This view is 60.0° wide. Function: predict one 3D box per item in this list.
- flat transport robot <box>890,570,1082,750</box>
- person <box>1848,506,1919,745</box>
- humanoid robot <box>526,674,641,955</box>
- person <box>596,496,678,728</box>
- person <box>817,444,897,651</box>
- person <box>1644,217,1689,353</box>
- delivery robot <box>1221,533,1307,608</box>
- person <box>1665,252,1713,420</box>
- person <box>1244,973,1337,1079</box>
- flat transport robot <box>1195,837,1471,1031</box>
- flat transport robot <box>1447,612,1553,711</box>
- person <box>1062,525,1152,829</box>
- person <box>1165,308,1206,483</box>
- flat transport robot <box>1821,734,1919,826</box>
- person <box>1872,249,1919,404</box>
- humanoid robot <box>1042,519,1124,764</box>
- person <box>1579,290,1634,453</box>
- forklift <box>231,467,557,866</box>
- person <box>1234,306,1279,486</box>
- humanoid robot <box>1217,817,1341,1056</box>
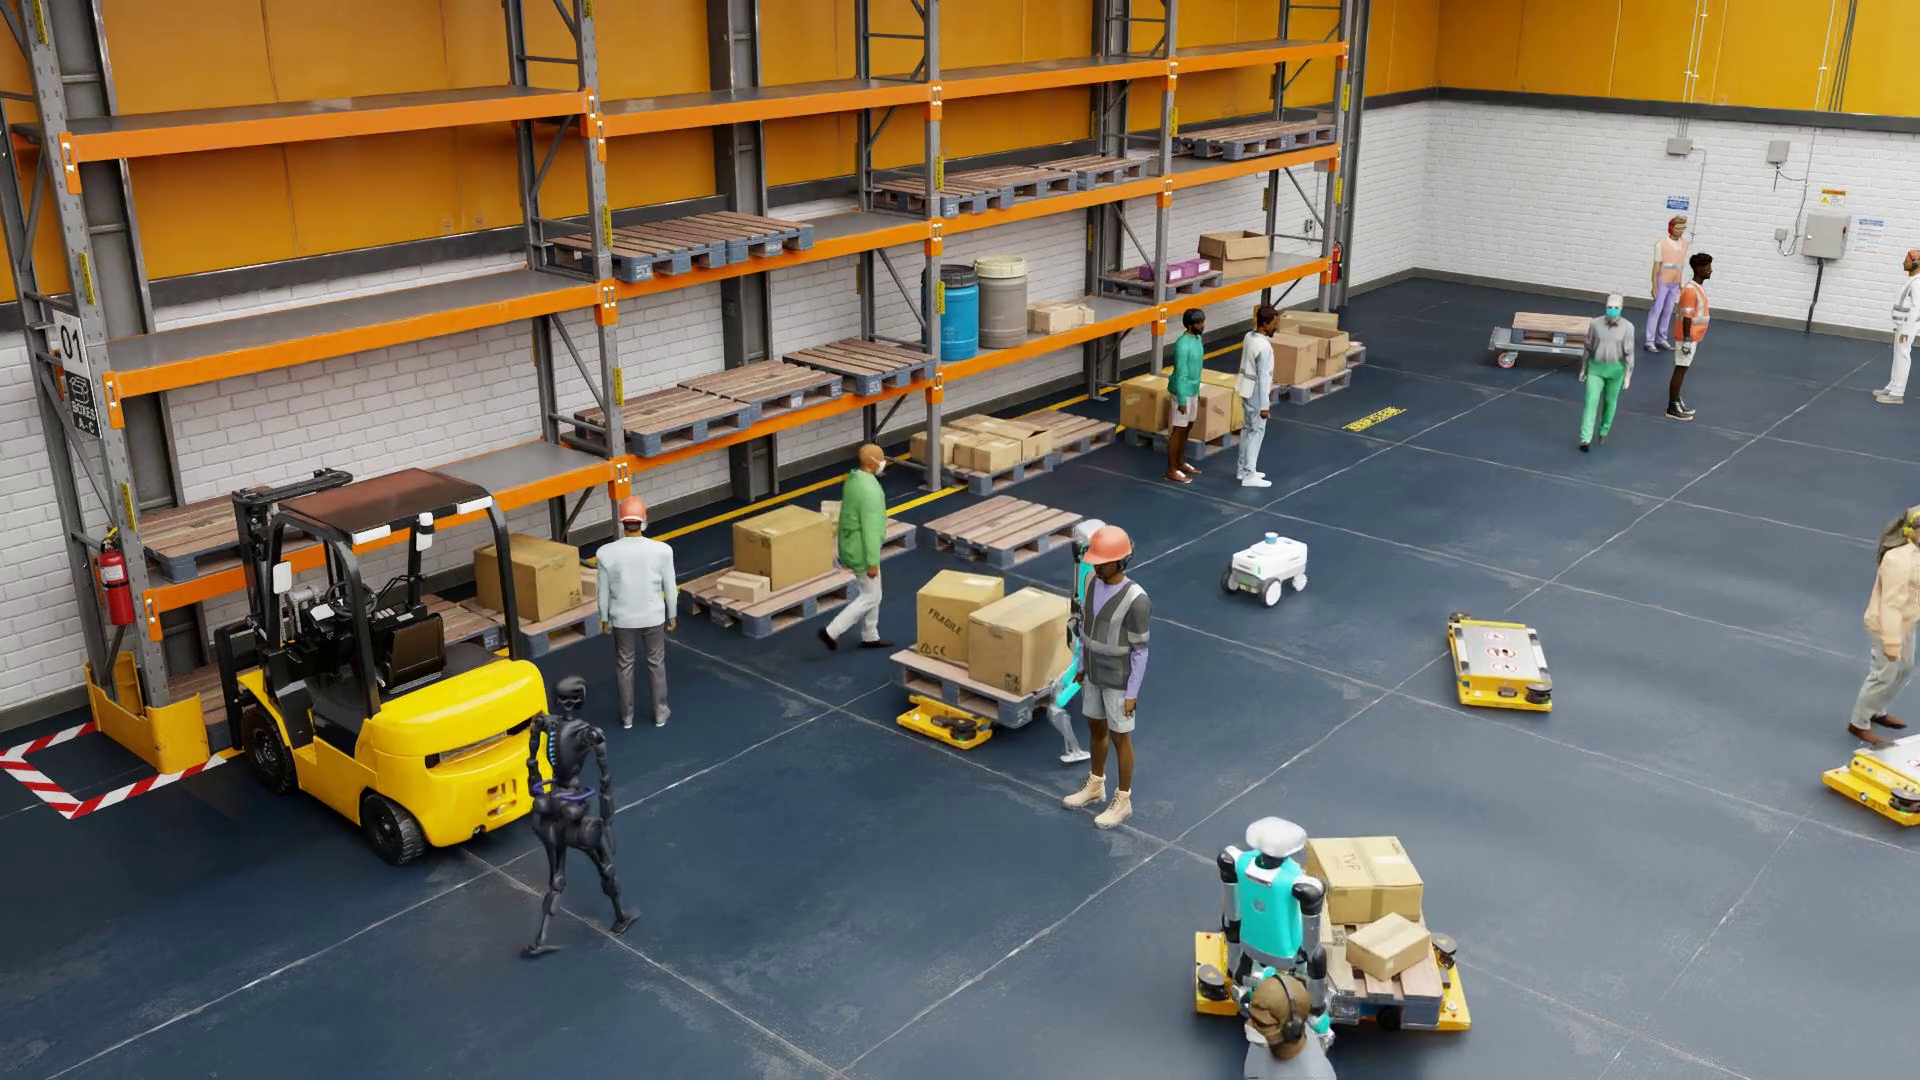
[{"bbox_3d":[0.249,1.158,12.414,0.659,0.231,1.431,16,26,37],"label":"flat transport robot"},{"bbox_3d":[6.586,0.591,11.679,0.648,1.841,0.401,-18,27,-39],"label":"person"},{"bbox_3d":[-2.227,1.550,9.392,0.611,1.638,0.647,9,22,23],"label":"humanoid robot"},{"bbox_3d":[-2.320,0.523,12.009,0.571,1.740,0.351,-4,21,-10],"label":"person"},{"bbox_3d":[-0.821,0.100,13.138,0.619,1.754,0.580,-7,21,-18],"label":"person"},{"bbox_3d":[9.660,-3.497,22.748,0.568,1.844,0.379,-10,23,-25],"label":"person"},{"bbox_3d":[2.686,0.235,14.501,0.789,0.593,0.499,-17,26,-39],"label":"delivery robot"},{"bbox_3d":[8.626,-2.416,19.648,0.368,1.966,0.587,11,23,27],"label":"person"},{"bbox_3d":[1.252,2.501,6.450,1.098,1.883,0.649,-4,21,-11],"label":"person"},{"bbox_3d":[2.017,2.374,9.119,1.431,0.231,0.659,2,20,7],"label":"flat transport robot"},{"bbox_3d":[4.201,0.943,12.996,0.659,0.231,1.431,4,21,11],"label":"flat transport robot"},{"bbox_3d":[0.936,0.865,10.655,0.374,2.041,0.603,-13,24,-32],"label":"person"},{"bbox_3d":[2.355,-1.527,17.431,0.389,1.841,0.487,10,22,25],"label":"person"},{"bbox_3d":[6.640,1.579,11.272,1.431,0.231,0.659,-9,22,-22],"label":"flat transport robot"},{"bbox_3d":[11.509,-2.602,20.273,0.359,1.883,0.572,8,22,22],"label":"person"},{"bbox_3d":[0.750,0.781,11.360,0.719,1.821,0.551,-11,23,-28],"label":"humanoid robot"},{"bbox_3d":[7.144,-1.857,18.397,0.548,1.773,0.972,8,22,21],"label":"person"},{"bbox_3d":[-3.730,0.710,10.856,2.313,2.155,1.214,17,26,38],"label":"forklift"},{"bbox_3d":[3.069,-1.487,17.223,0.410,1.907,0.597,-3,20,-7],"label":"person"},{"bbox_3d":[1.576,2.039,7.881,0.544,1.750,0.760,17,27,39],"label":"humanoid robot"}]
